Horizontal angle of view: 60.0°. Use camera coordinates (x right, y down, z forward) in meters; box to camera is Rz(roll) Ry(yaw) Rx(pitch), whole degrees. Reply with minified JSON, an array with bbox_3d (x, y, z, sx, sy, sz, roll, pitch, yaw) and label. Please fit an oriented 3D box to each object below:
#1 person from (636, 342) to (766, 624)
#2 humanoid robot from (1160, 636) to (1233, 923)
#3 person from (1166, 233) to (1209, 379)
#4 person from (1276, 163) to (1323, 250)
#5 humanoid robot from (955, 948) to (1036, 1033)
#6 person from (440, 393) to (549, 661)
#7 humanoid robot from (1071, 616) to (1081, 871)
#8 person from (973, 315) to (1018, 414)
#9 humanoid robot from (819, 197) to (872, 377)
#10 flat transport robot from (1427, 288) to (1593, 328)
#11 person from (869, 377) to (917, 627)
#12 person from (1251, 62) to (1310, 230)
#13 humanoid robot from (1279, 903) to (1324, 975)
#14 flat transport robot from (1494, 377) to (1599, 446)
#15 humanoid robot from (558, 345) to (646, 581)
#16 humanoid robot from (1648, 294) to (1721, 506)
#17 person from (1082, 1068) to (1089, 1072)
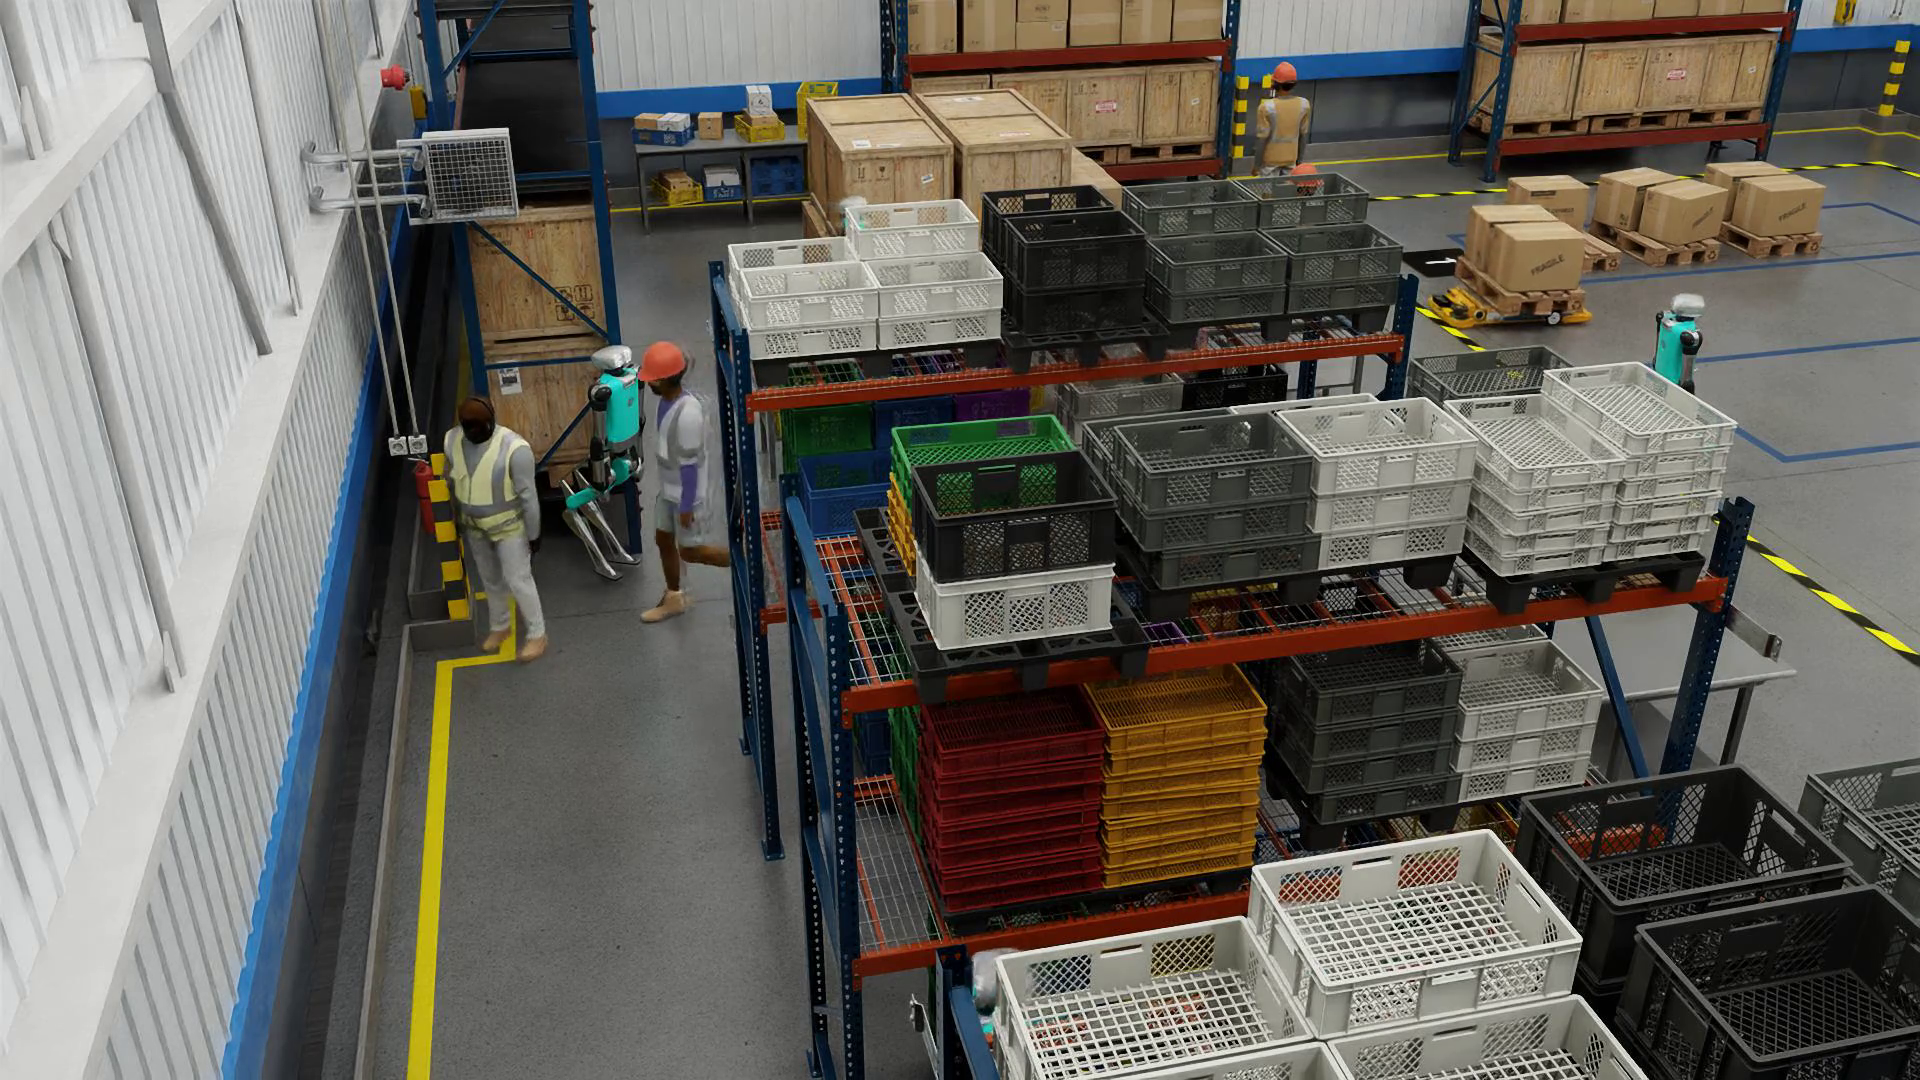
[{"bbox_3d":[-1.750,-0.372,10.882,0.769,2.014,0.602,-15,31,-26],"label":"person"},{"bbox_3d":[1.149,1.192,8.262,0.365,1.651,0.601,-5,28,-9],"label":"humanoid robot"},{"bbox_3d":[1.859,-1.537,13.219,0.799,1.887,0.610,-7,29,-12],"label":"person"},{"bbox_3d":[2.973,-2.389,14.790,0.355,1.938,0.541,-8,29,-14],"label":"person"},{"bbox_3d":[0.334,2.255,6.249,0.662,1.839,0.535,-11,30,-20],"label":"humanoid robot"},{"bbox_3d":[-2.971,-0.094,10.549,0.732,1.833,0.433,12,30,21],"label":"person"},{"bbox_3d":[0.654,1.008,8.608,0.339,1.654,0.614,1,28,1],"label":"humanoid robot"},{"bbox_3d":[0.279,-1.184,12.604,0.373,1.840,0.568,-16,32,-28],"label":"person"},{"bbox_3d":[-1.139,-2.124,14.533,0.832,1.792,0.537,7,28,12],"label":"humanoid robot"},{"bbox_3d":[5.440,-2.334,16.444,1.431,0.197,0.652,-4,28,-7],"label":"flat transport robot"},{"bbox_3d":[-0.433,-0.226,10.877,0.523,1.759,0.324,5,28,10],"label":"person"},{"bbox_3d":[3.432,-4.119,17.956,0.607,2.048,0.365,-9,29,-16],"label":"person"},{"bbox_3d":[1.397,2.174,6.472,0.727,1.907,0.556,-9,29,-16],"label":"humanoid robot"},{"bbox_3d":[4.780,-1.036,14.013,0.659,0.231,1.431,-6,28,-12],"label":"flat transport robot"},{"bbox_3d":[-2.493,-0.561,11.392,0.735,1.677,0.533,13,30,23],"label":"humanoid robot"},{"bbox_3d":[5.404,-0.999,12.228,0.735,1.673,0.533,-2,28,-3],"label":"humanoid robot"},{"bbox_3d":[0.372,2.487,5.610,0.511,1.873,0.329,-8,29,-14],"label":"person"}]
